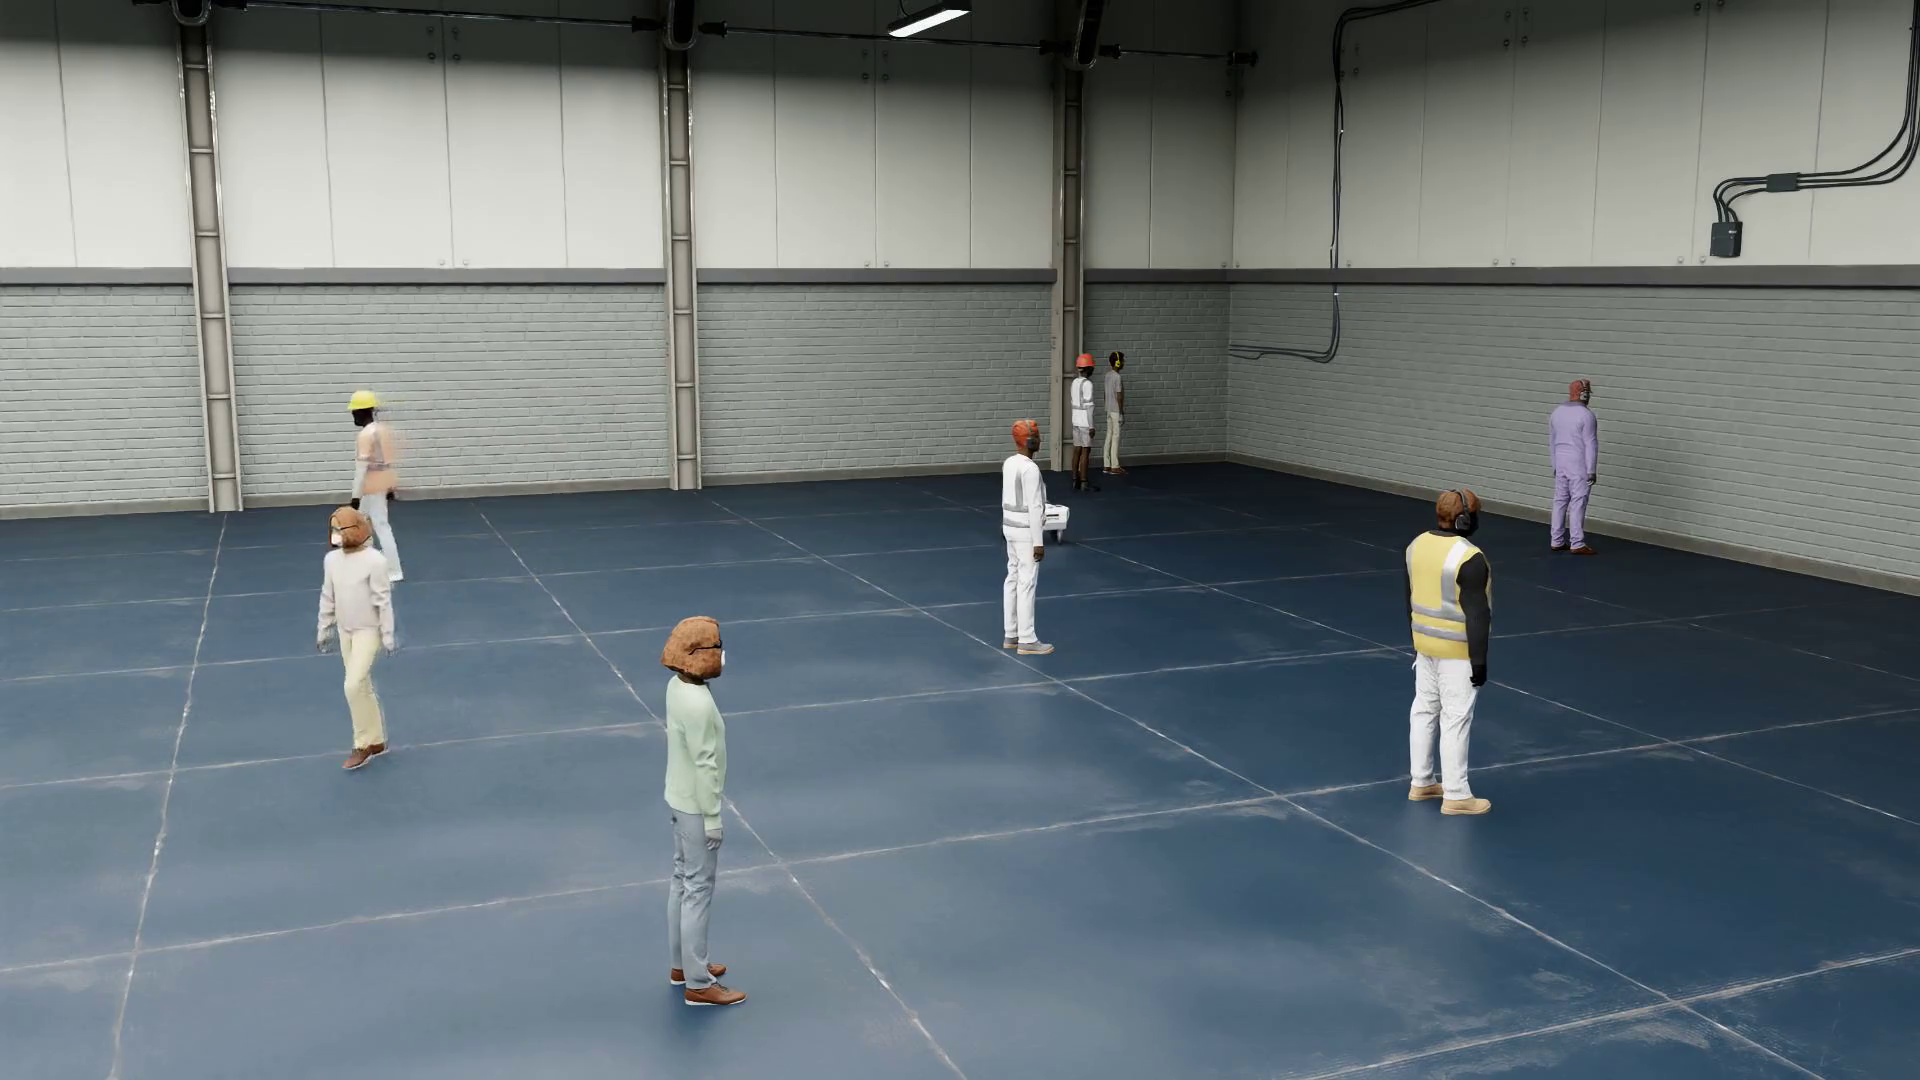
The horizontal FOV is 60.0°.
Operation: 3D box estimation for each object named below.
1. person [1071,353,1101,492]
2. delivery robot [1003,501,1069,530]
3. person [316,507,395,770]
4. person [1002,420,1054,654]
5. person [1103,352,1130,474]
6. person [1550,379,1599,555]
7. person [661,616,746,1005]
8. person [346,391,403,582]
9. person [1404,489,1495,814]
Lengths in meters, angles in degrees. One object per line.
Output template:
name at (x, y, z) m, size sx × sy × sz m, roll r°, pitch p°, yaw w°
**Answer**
person at (1.759, -1.643, 23.347) m, size 0.354 × 1.941 × 0.549 m, roll -4°, pitch 10°, yaw -22°
delivery robot at (0.863, -0.267, 18.750) m, size 0.707 × 0.478 × 0.477 m, roll -3°, pitch 9°, yaw -16°
person at (-3.771, 0.606, 10.242) m, size 0.520 × 1.613 × 0.565 m, roll 5°, pitch 10°, yaw 30°
person at (0.528, -0.026, 13.367) m, size 0.352 × 1.884 × 0.580 m, roll -4°, pitch 10°, yaw -22°
person at (2.385, -1.946, 25.470) m, size 0.324 × 1.871 × 0.526 m, roll -4°, pitch 10°, yaw -22°
person at (6.718, -0.796, 18.133) m, size 0.409 × 1.908 × 0.647 m, roll -4°, pitch 10°, yaw -22°
person at (-1.090, 1.120, 6.960) m, size 0.279 × 1.633 × 0.504 m, roll -4°, pitch 10°, yaw -22°
person at (-5.869, -0.517, 16.395) m, size 0.748 × 1.899 × 0.635 m, roll -1°, pitch 9°, yaw -5°
person at (2.785, 0.624, 9.424) m, size 0.429 × 1.843 × 0.629 m, roll -4°, pitch 10°, yaw -22°
